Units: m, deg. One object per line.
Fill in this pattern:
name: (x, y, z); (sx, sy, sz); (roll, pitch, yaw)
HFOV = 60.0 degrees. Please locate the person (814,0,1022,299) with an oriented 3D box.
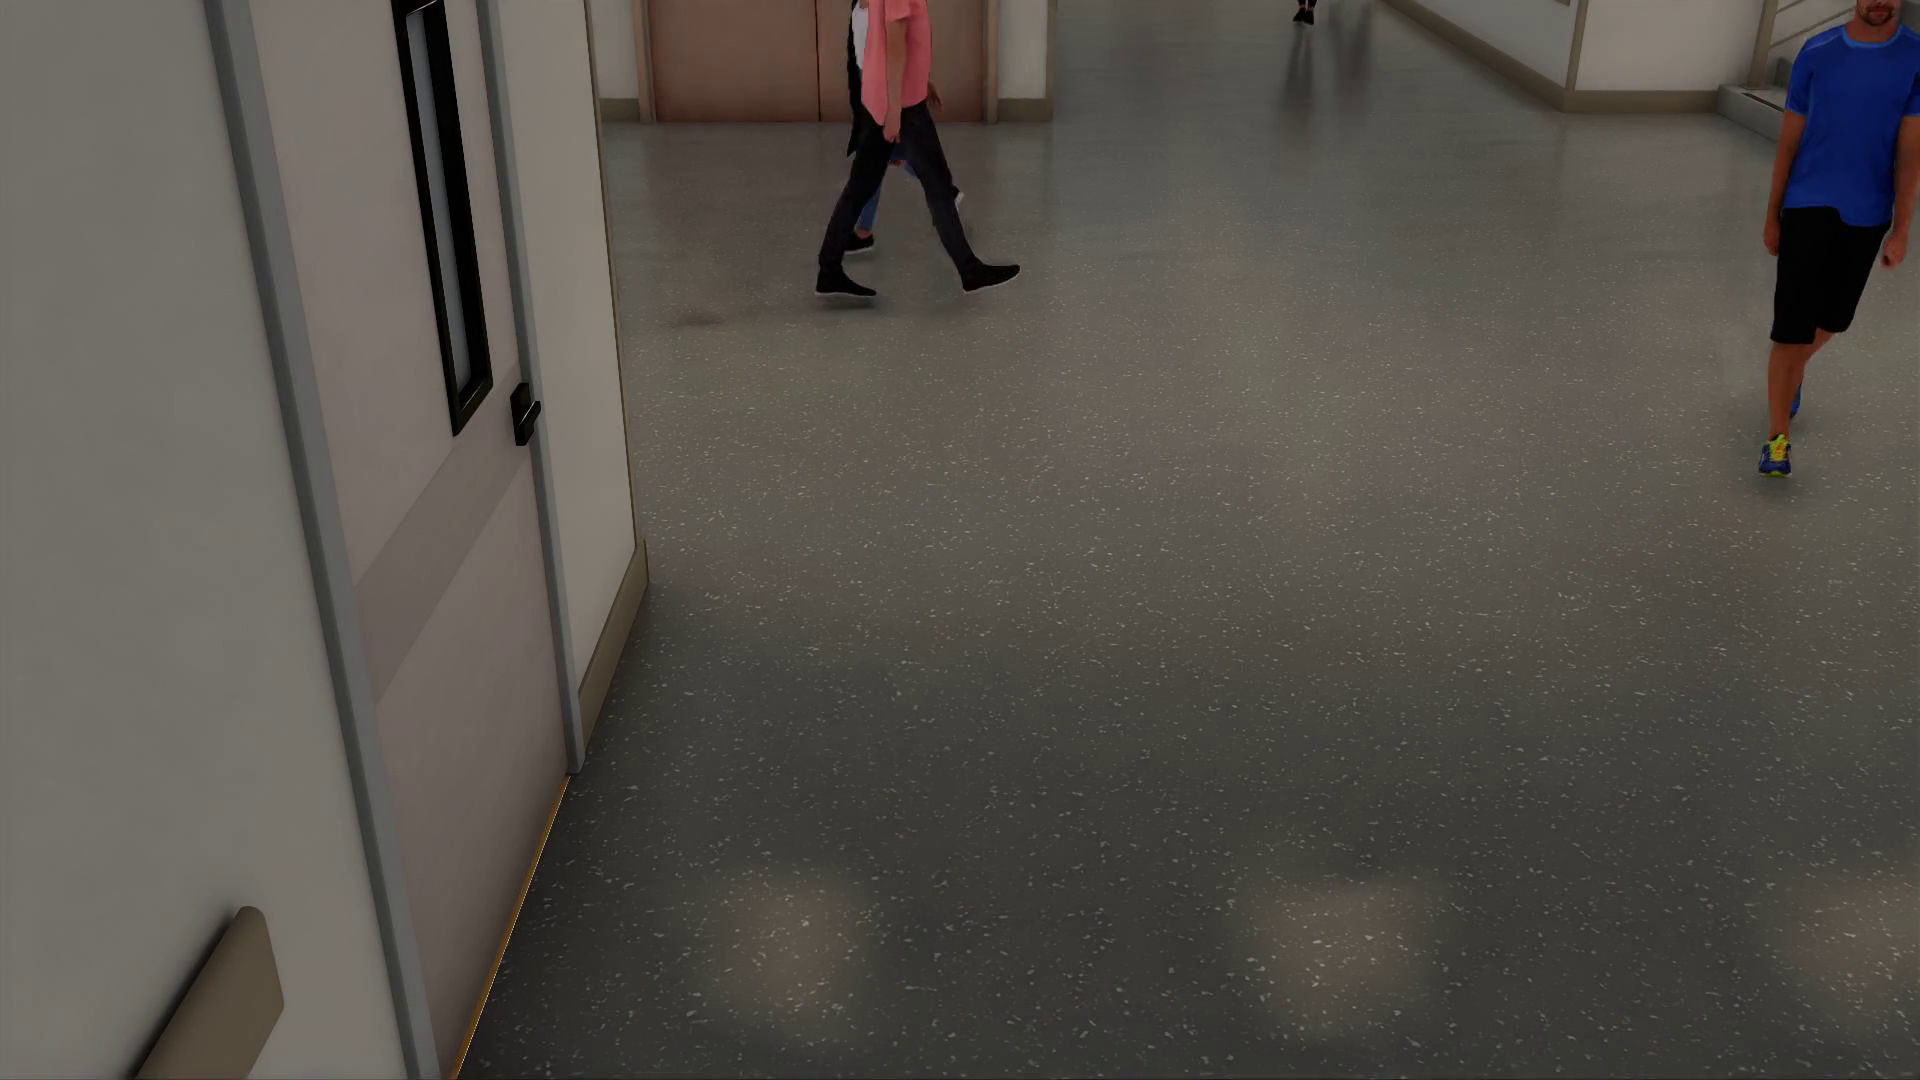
person: (-0.395, -1.990, 7.652); (1.278, 1.904, 0.850); (-7, 27, -13)

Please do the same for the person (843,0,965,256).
person: (-0.314, -2.273, 8.657); (1.172, 1.542, 0.991); (-15, 30, -28)

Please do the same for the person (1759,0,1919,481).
person: (3.197, -1.193, 6.088); (1.248, 1.828, 0.987); (8, 27, 16)
